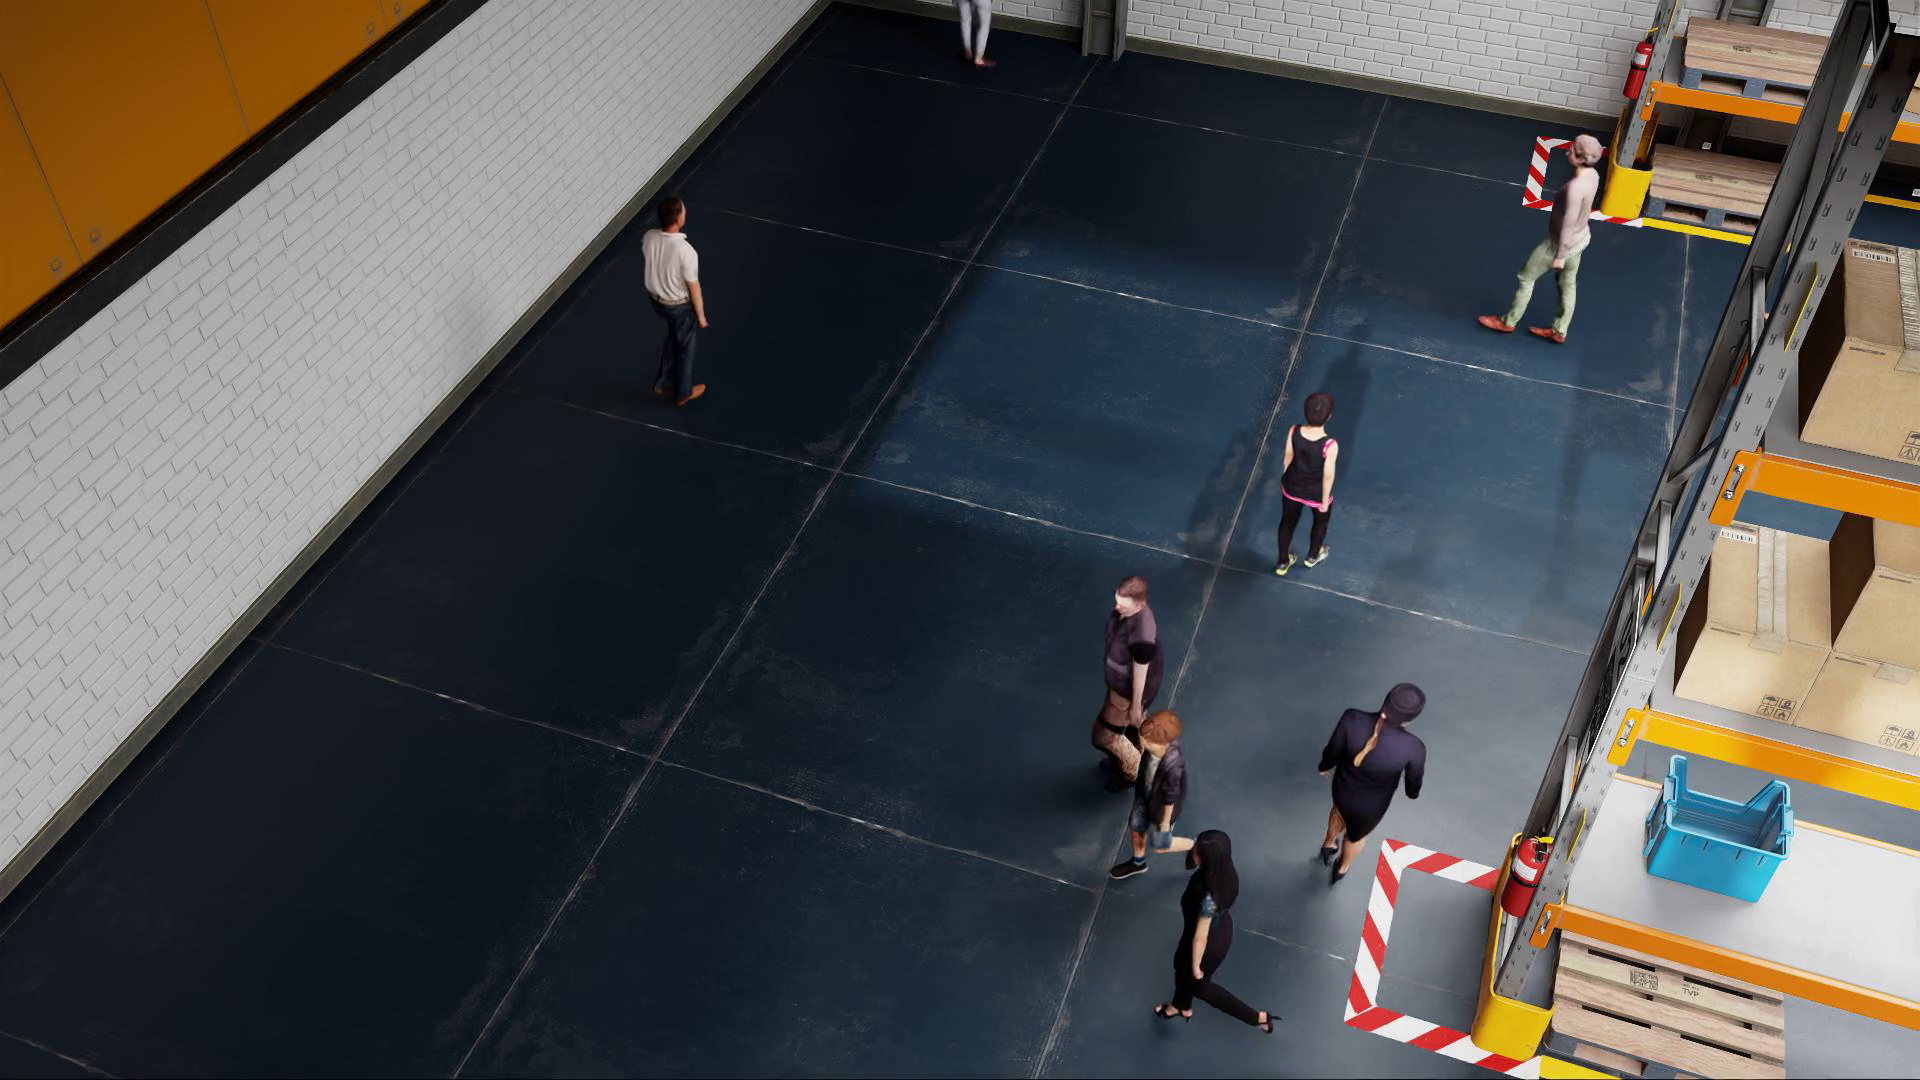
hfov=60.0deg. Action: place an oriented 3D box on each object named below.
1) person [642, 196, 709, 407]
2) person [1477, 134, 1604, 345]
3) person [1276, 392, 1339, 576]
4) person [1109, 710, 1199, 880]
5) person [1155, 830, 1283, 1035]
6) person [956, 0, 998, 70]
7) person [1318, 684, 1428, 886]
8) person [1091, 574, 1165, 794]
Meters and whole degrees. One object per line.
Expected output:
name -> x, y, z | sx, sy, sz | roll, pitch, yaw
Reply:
person -> -2.267, -1.744, 12.713 | 0.760, 1.835, 0.840 | 28, 50, 26
person -> 4.922, -2.343, 13.330 | 1.023, 1.851, 0.847 | 25, 49, 24
person -> 2.351, -0.339, 11.450 | 0.693, 1.542, 0.737 | 29, 51, 27
person -> 1.198, 1.495, 9.605 | 0.894, 1.432, 0.819 | -15, 46, -15
person -> 1.364, 2.122, 8.741 | 0.893, 1.716, 0.569 | 15, 46, 15
person -> 0.110, -5.599, 16.934 | 0.493, 1.594, 0.752 | 6, 44, 6
person -> 2.275, 1.466, 9.479 | 0.698, 1.648, 0.859 | 23, 48, 23
person -> 1.130, 0.844, 10.007 | 0.769, 1.820, 0.778 | 0, 44, 0
